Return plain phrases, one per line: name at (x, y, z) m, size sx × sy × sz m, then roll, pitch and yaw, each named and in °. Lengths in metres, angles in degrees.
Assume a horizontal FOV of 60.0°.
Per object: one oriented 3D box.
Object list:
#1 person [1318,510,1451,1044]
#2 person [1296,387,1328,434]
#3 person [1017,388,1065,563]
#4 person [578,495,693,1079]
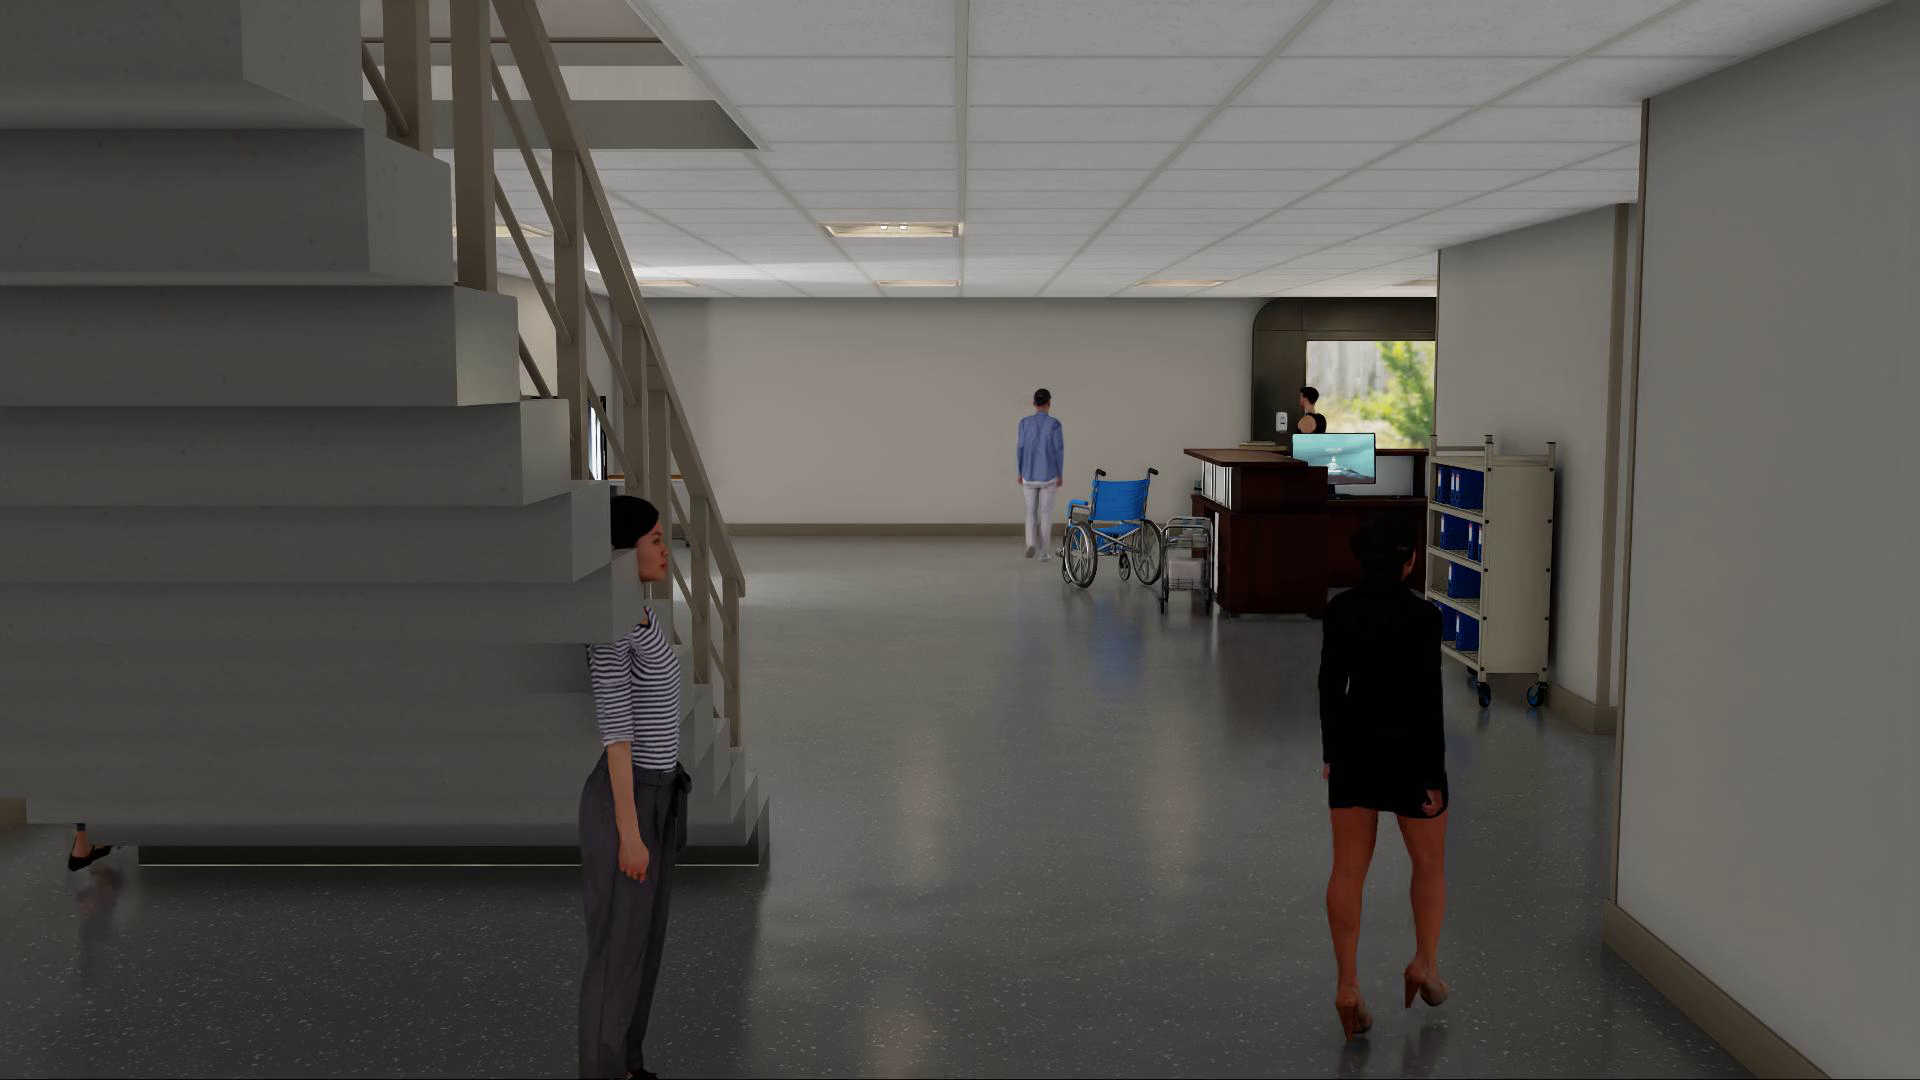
person at (1.260, 0.739, 5.064) m, size 0.804 × 1.621 × 0.883 m, roll 4°, pitch 7°, yaw 35°
person at (4.151, -0.872, 19.738) m, size 0.831 × 1.889 × 0.718 m, roll 4°, pitch 7°, yaw 35°
person at (0.847, -0.690, 17.977) m, size 0.738 × 1.881 × 0.749 m, roll 1°, pitch 6°, yaw 14°
person at (-0.911, 0.741, 4.492) m, size 0.657 × 1.732 × 0.452 m, roll 0°, pitch 6°, yaw 2°
